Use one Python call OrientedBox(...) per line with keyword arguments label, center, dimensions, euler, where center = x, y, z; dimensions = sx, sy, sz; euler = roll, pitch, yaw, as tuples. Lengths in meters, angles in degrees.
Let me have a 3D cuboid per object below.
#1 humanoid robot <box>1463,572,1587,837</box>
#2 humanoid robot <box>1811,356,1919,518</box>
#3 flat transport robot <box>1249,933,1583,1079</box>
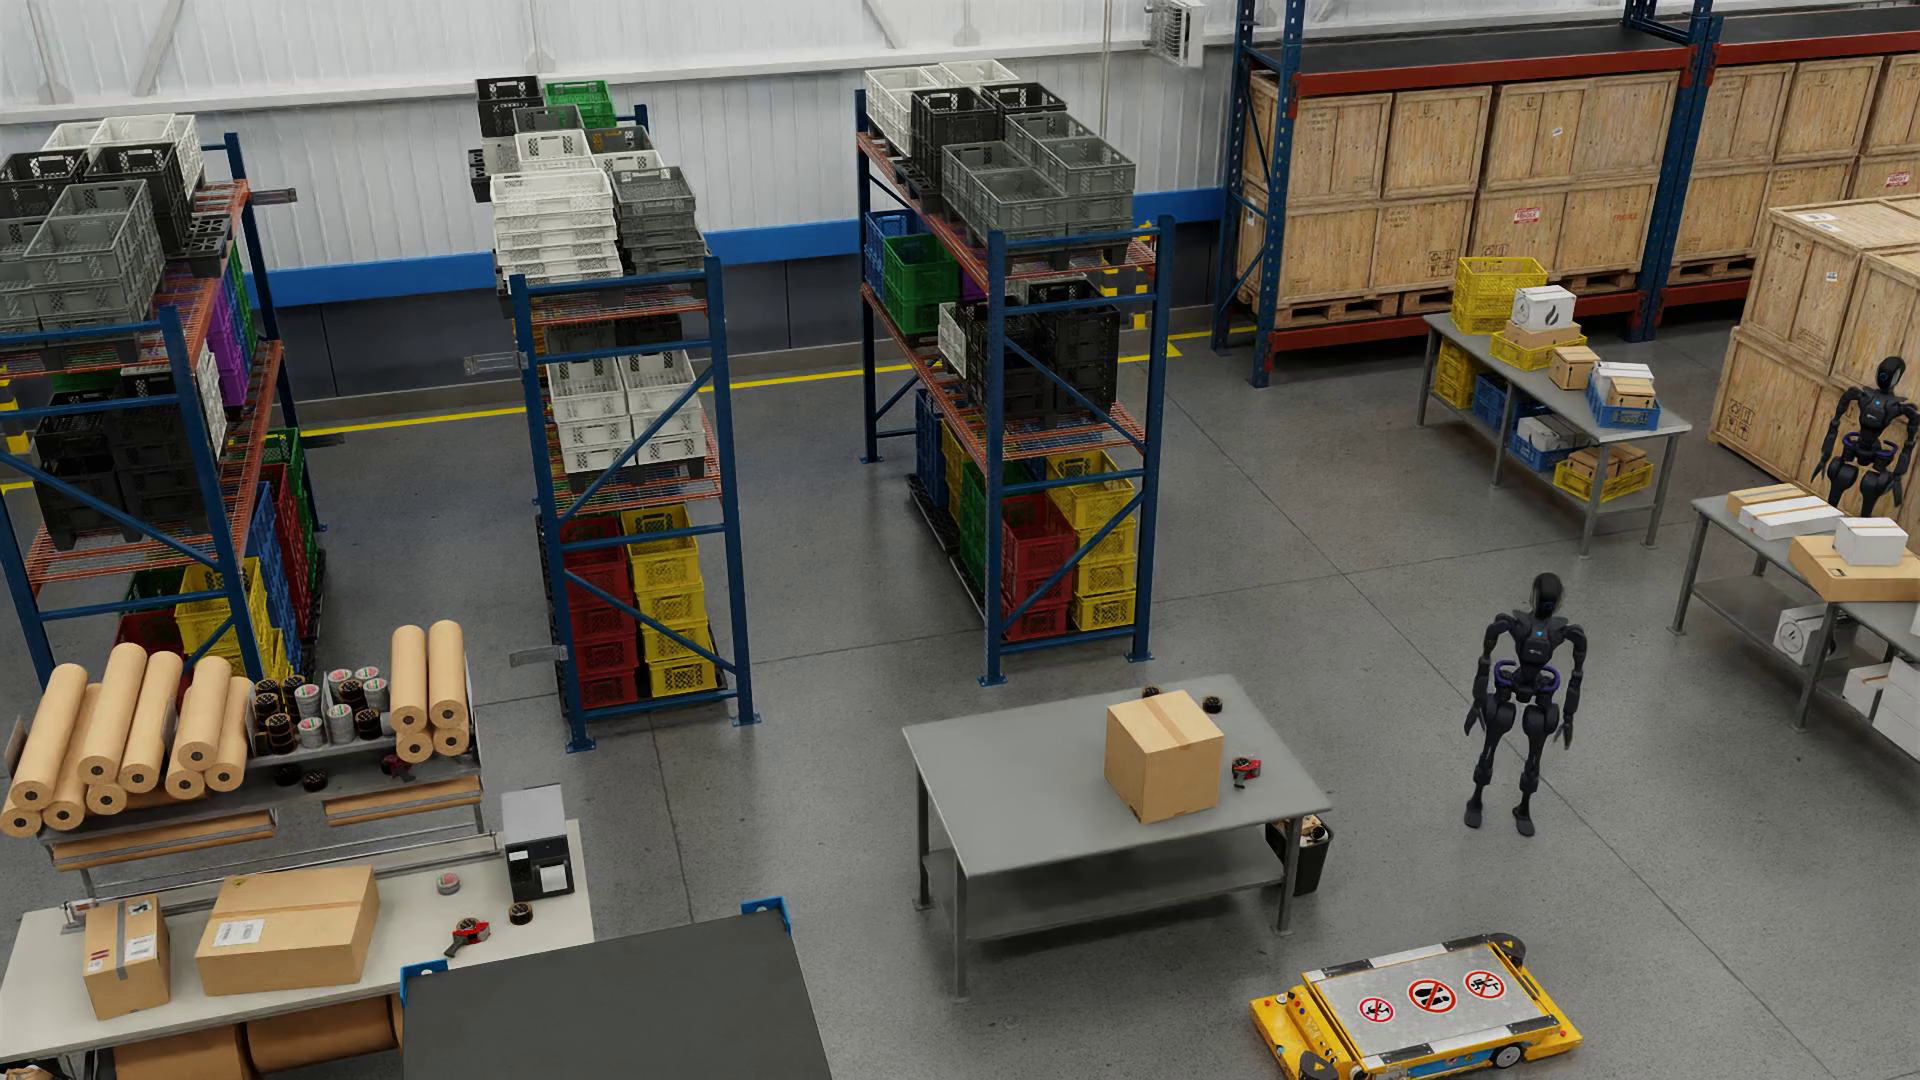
OrientedBox(label="humanoid robot", center=(3.071, 0.895, 9.070), dimensions=(0.571, 1.651, 0.326), euler=(8, 30, 14))
OrientedBox(label="humanoid robot", center=(6.296, -0.506, 11.604), dimensions=(0.601, 1.657, 0.330), euler=(24, 37, 37))
OrientedBox(label="flat transport robot", center=(2.184, 2.282, 7.980), dimensions=(1.431, 0.197, 0.652), euler=(-8, 30, -14))
